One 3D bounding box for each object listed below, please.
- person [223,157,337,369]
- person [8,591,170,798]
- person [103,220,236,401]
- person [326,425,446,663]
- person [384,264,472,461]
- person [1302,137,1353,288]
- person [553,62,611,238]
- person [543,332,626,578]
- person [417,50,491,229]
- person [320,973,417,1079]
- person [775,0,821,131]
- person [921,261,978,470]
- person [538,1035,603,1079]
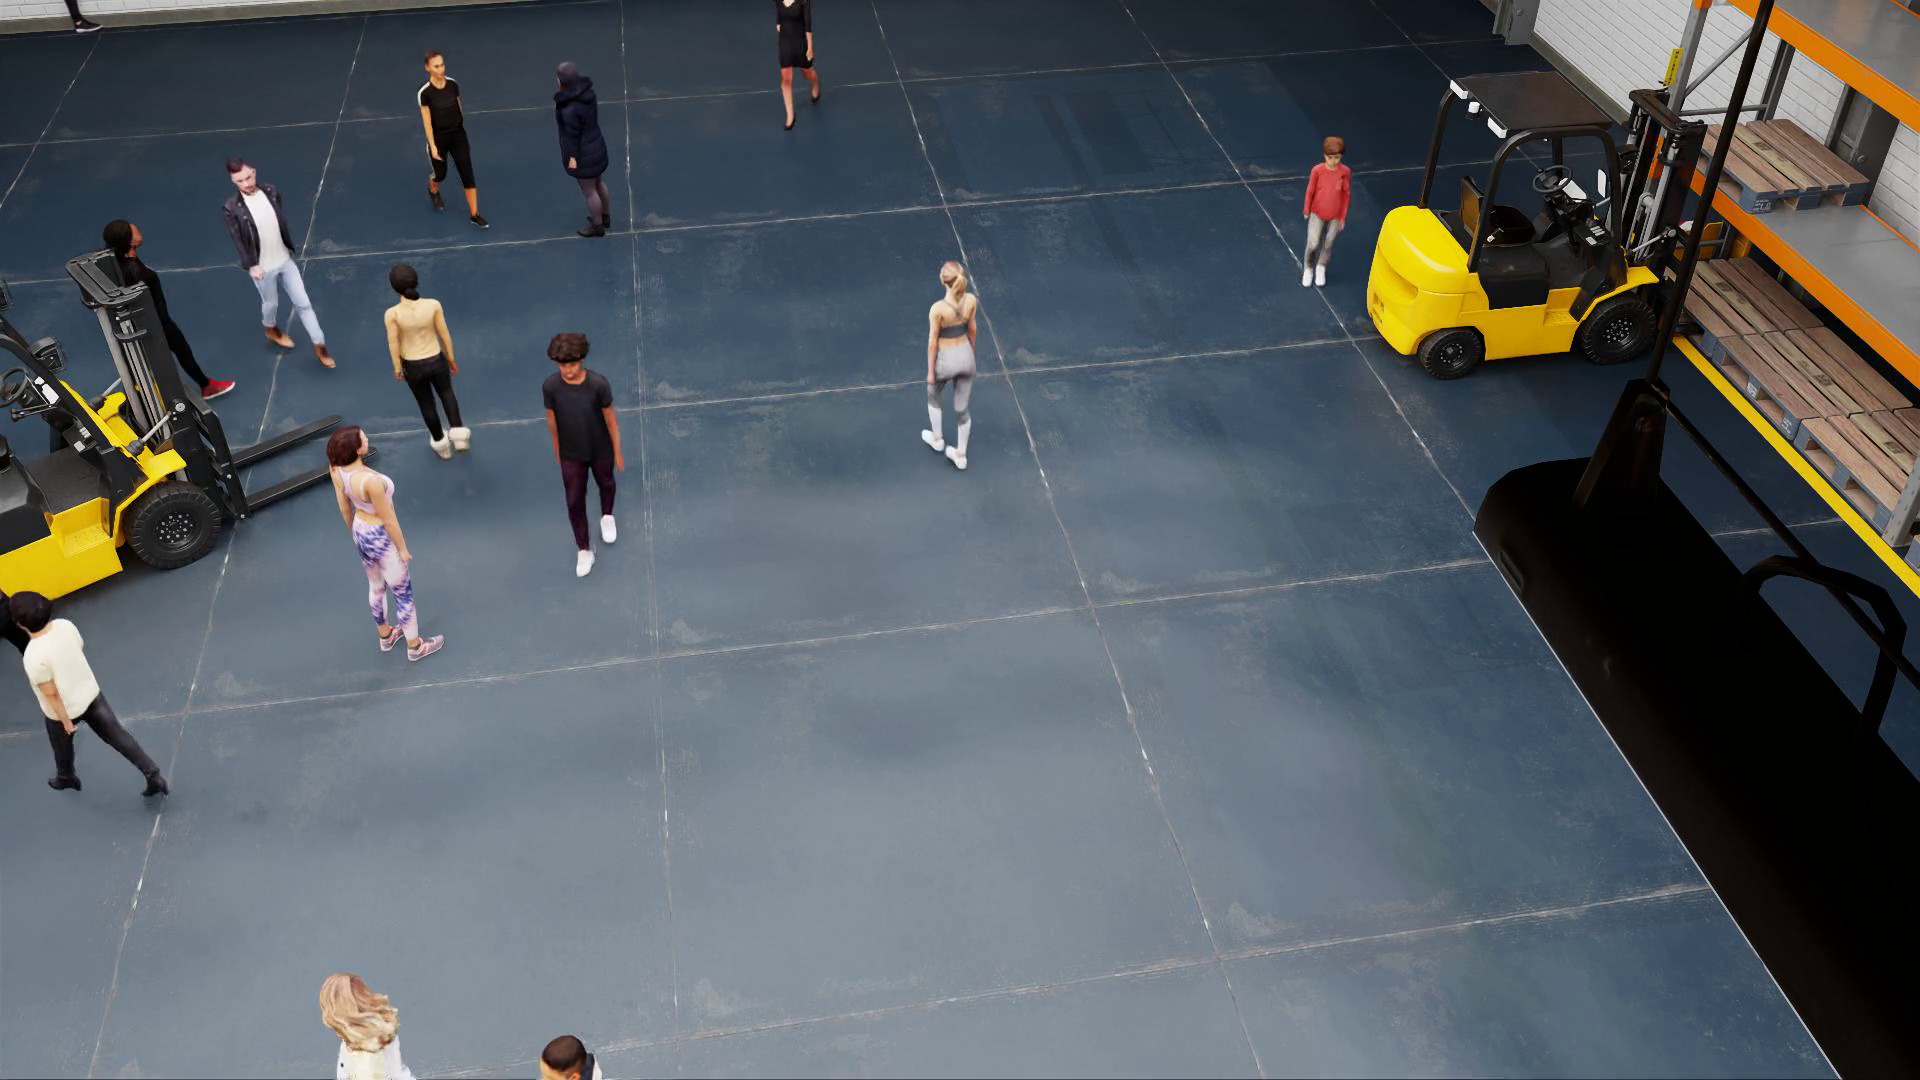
[{"bbox_3d":[-5.617,-2.260,13.414,1.196,1.804,1.090,26,45,29],"label":"person"},{"bbox_3d":[-5.035,0.955,9.593,0.922,1.546,1.053,9,39,11],"label":"person"},{"bbox_3d":[-6.304,-1.672,12.806,1.030,1.643,1.021,32,48,33],"label":"person"},{"bbox_3d":[-3.707,0.011,10.599,0.675,1.767,0.714,19,42,22],"label":"person"},{"bbox_3d":[-3.936,-1.260,12.284,0.711,1.650,0.788,-20,43,-23],"label":"person"},{"bbox_3d":[3.207,-2.902,14.540,0.584,1.399,0.618,4,39,5],"label":"person"},{"bbox_3d":[-3.420,-3.566,15.153,0.827,1.673,0.717,8,39,10],"label":"person"},{"bbox_3d":[-2.578,-0.708,11.510,0.643,1.752,0.942,-6,39,-8],"label":"person"},{"bbox_3d":[-4.794,-3.716,15.370,0.932,1.636,1.140,-28,46,-30],"label":"person"},{"bbox_3d":[-2.482,2.577,7.446,0.788,1.691,0.619,-19,42,-22],"label":"person"},{"bbox_3d":[-1.649,-5.088,17.081,0.890,1.646,1.102,12,40,14],"label":"person"},{"bbox_3d":[-0.016,-1.245,12.230,0.696,1.694,0.816,-17,42,-20],"label":"person"},{"bbox_3d":[-1.603,2.654,7.568,0.967,1.418,0.975,-30,47,-32],"label":"person"}]
